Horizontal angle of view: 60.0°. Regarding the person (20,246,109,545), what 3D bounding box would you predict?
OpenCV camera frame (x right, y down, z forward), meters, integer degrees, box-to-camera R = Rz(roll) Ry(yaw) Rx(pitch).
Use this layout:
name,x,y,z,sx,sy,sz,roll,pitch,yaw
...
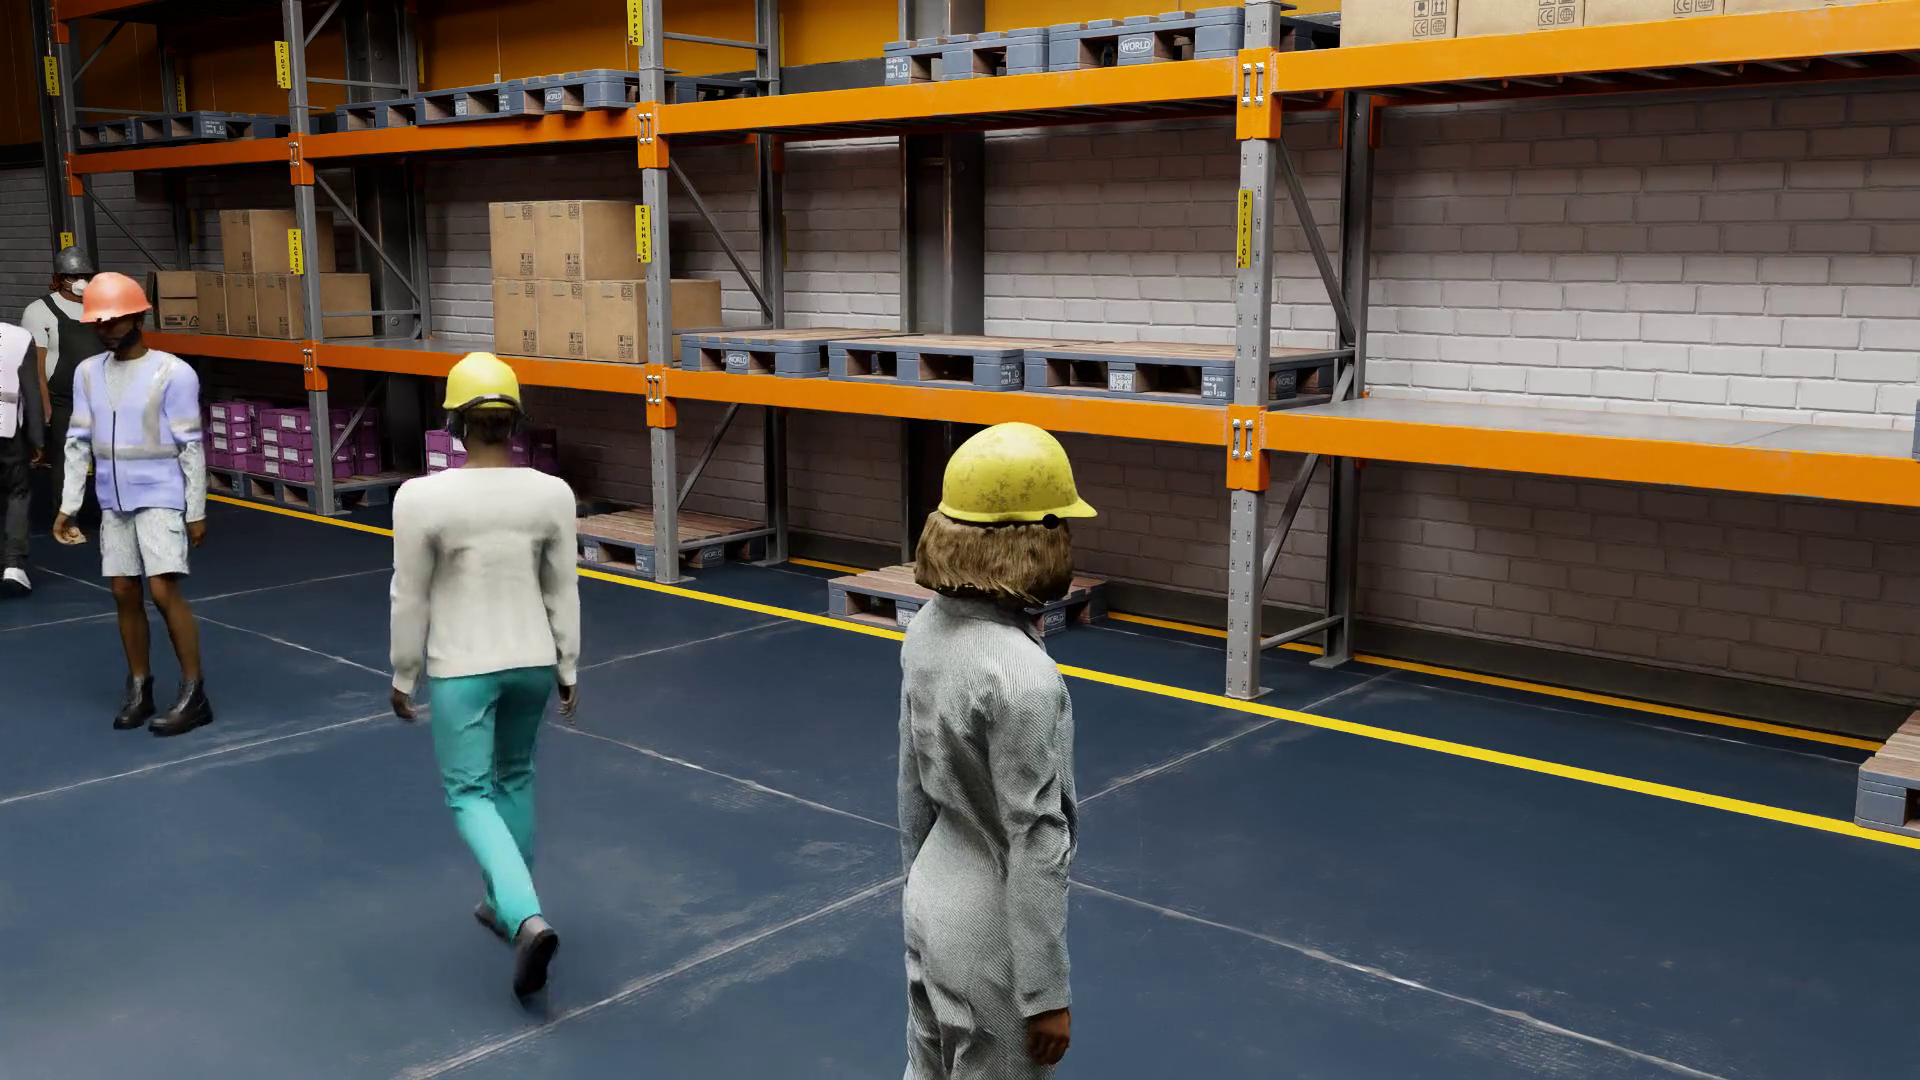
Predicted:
name,x,y,z,sx,sy,sz,roll,pitch,yaw
person,-6.020,-1.002,11.483,0.537,2.000,0.682,6,12,32

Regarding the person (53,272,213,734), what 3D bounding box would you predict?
name,x,y,z,sx,sy,sz,roll,pitch,yaw
person,-3.474,-0.150,6.977,0.555,1.922,0.470,2,10,14

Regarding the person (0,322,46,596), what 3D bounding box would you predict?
name,x,y,z,sx,sy,sz,roll,pitch,yaw
person,-5.575,-0.590,9.526,0.617,1.903,0.460,-5,11,-25

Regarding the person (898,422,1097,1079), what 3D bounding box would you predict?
name,x,y,z,sx,sy,sz,roll,pitch,yaw
person,0.063,0.670,2.812,0.323,1.742,0.492,-4,11,-23

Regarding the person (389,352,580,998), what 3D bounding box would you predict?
name,x,y,z,sx,sy,sz,roll,pitch,yaw
person,-1.269,0.355,4.606,0.520,1.741,0.753,-8,13,-39
